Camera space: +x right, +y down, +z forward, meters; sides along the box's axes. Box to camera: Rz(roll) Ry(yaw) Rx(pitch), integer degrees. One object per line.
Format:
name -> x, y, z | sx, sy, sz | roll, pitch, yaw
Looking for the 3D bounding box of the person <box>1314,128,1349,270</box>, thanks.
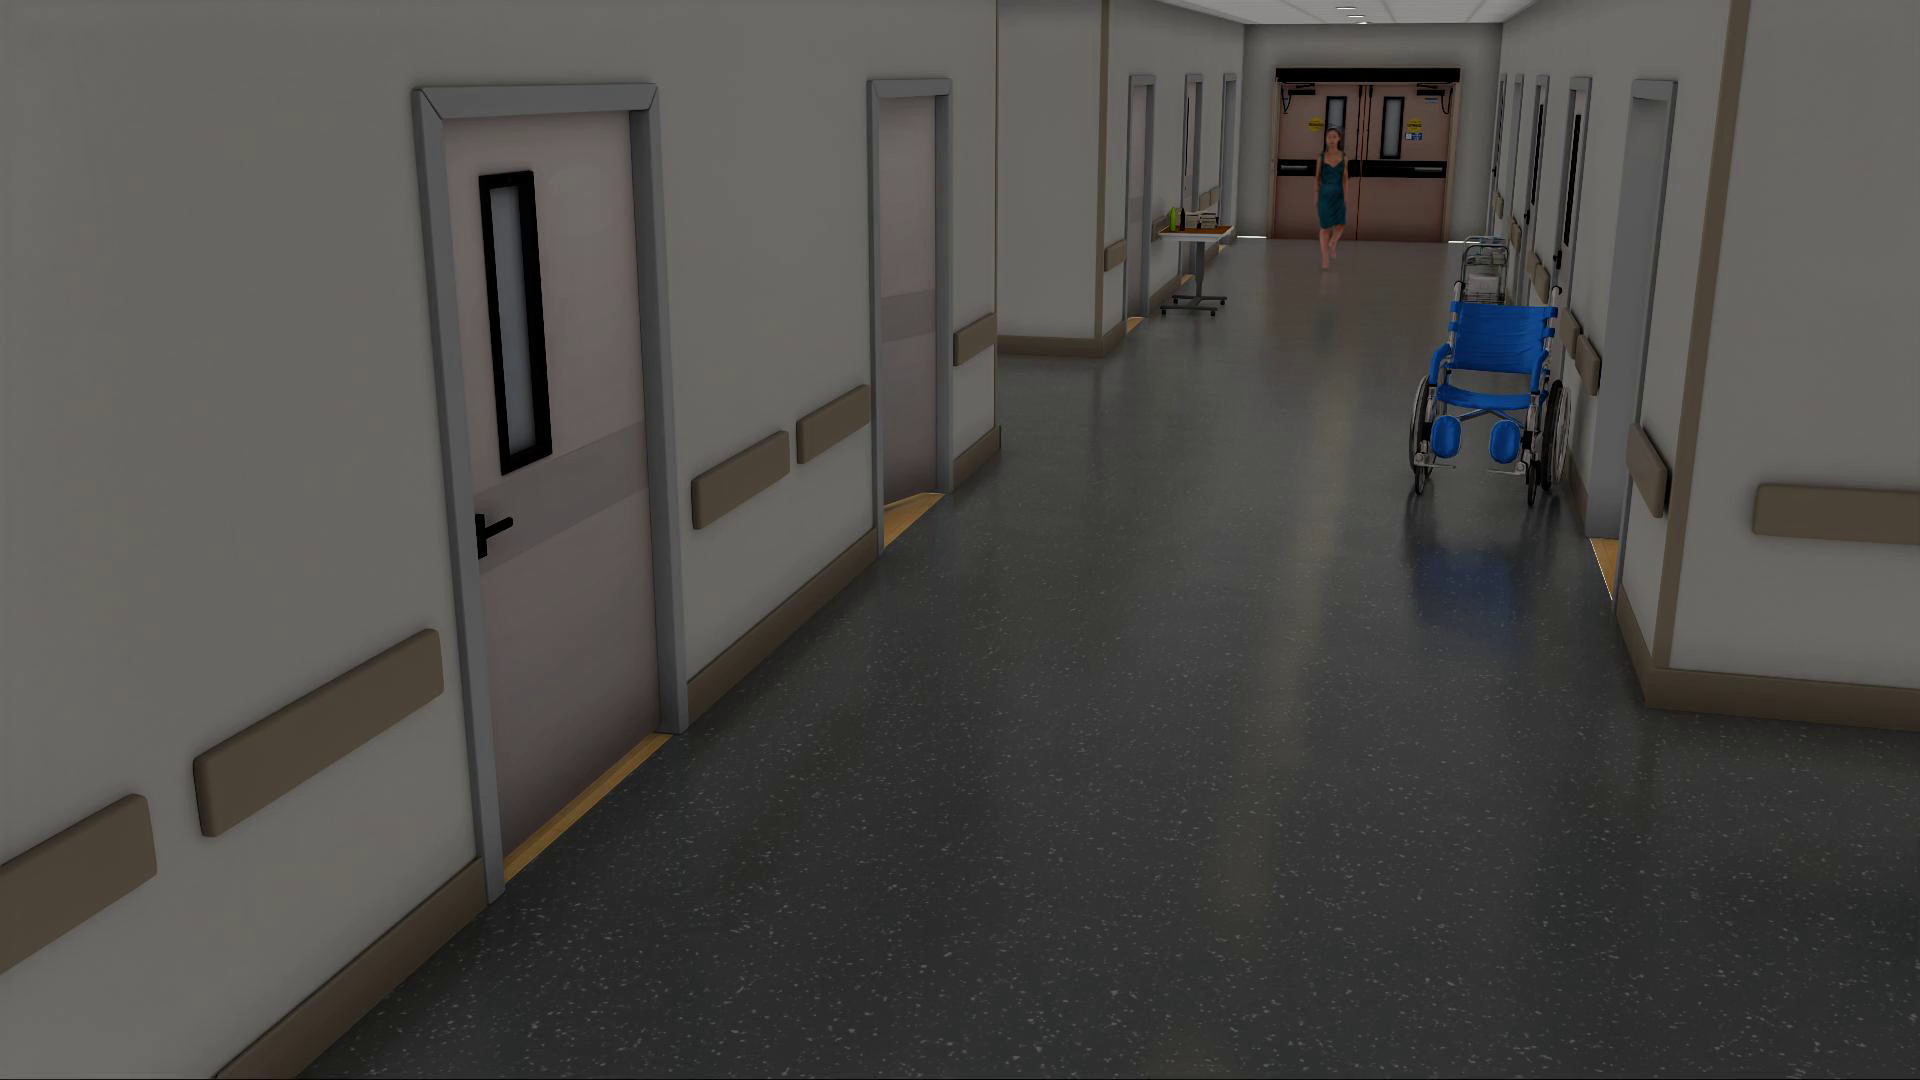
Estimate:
person -> 4.516, -4.139, 20.230 | 0.594, 1.673, 0.706 | 3, 16, 10
